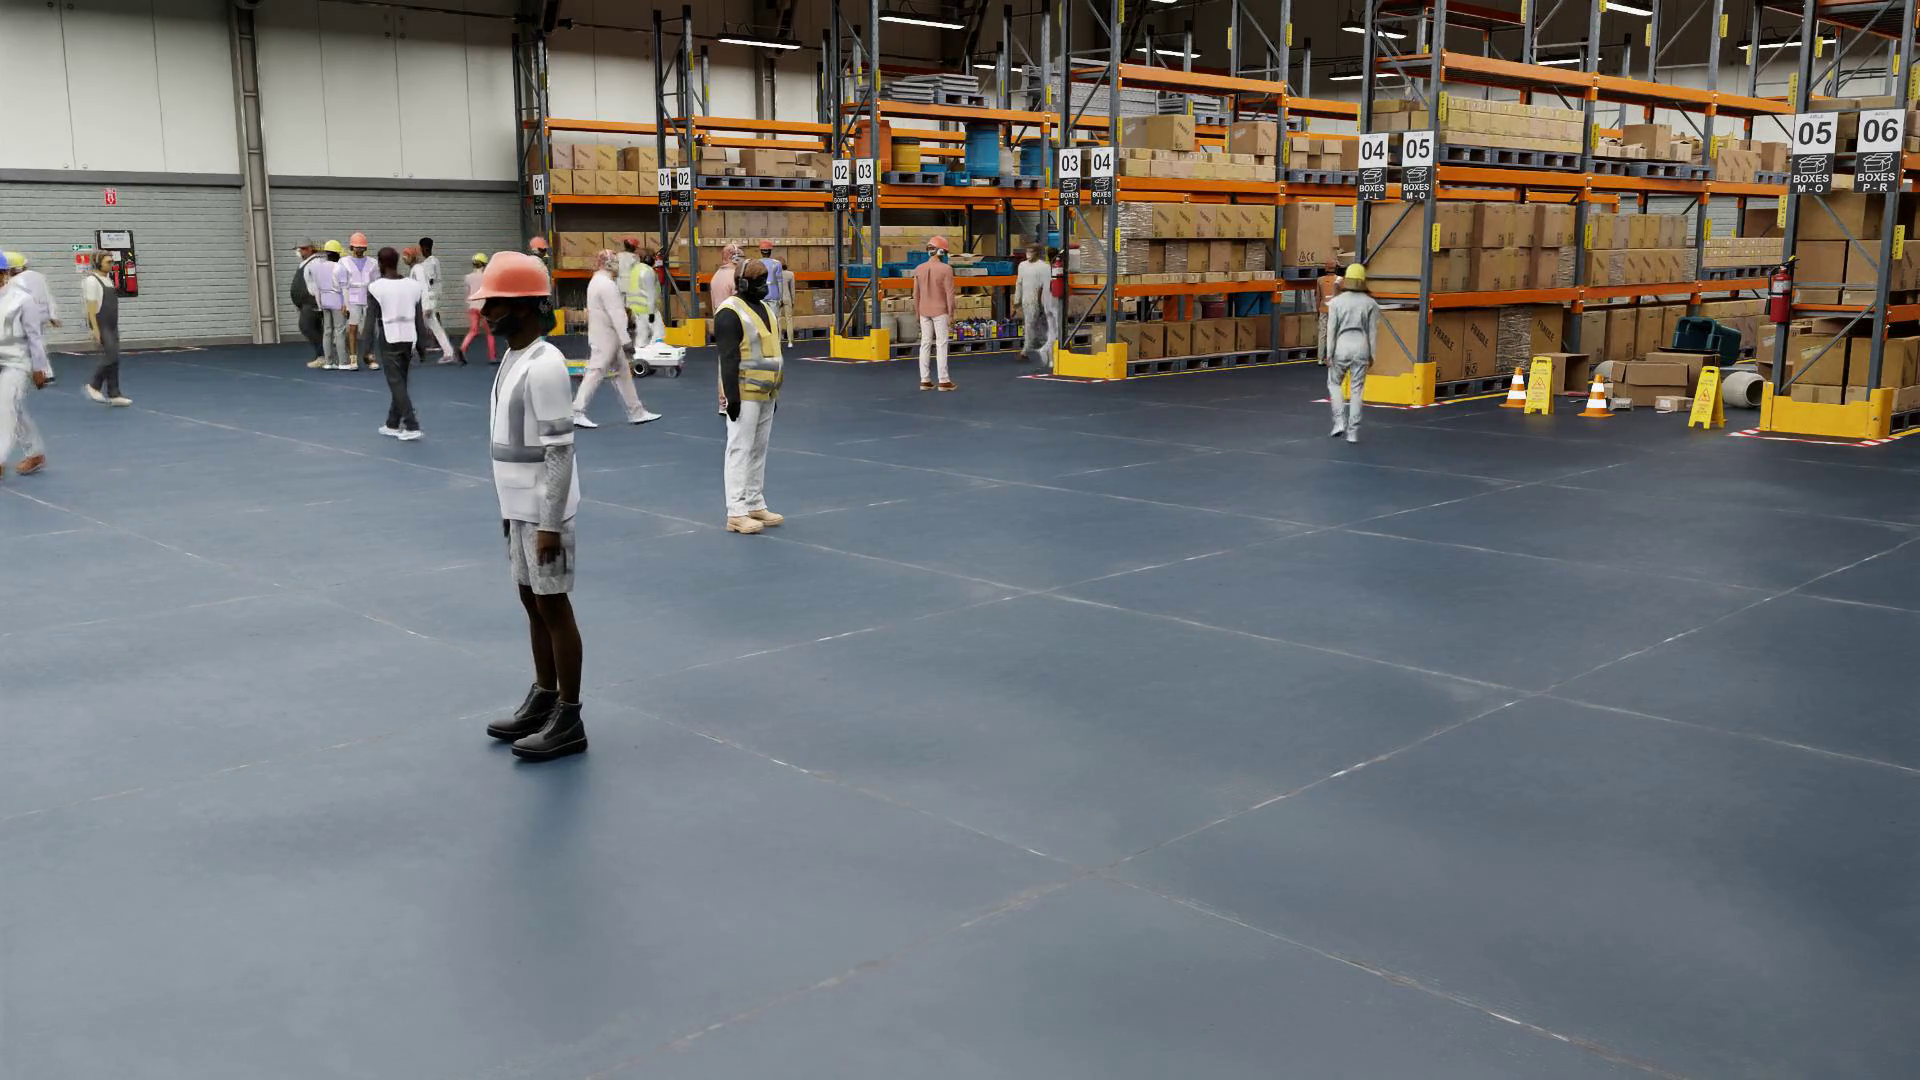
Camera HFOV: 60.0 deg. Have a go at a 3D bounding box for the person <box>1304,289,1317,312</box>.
[{"bbox_3d":[7.245,-5.225,34.165,0.380,1.951,0.605,-3,11,-16],"label":"person"}]

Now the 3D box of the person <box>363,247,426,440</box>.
[{"bbox_3d":[-5.621,-1.946,16.473,0.828,1.884,0.612,7,13,35],"label":"person"}]

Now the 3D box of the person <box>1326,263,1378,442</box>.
[{"bbox_3d":[3.820,-1.832,16.271,0.502,1.725,0.466,0,10,2],"label":"person"}]

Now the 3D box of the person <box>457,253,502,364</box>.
[{"bbox_3d":[-7.501,-3.592,25.849,0.522,1.731,0.768,5,11,23],"label":"person"}]

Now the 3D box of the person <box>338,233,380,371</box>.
[{"bbox_3d":[-8.932,-3.552,24.808,0.606,2.038,0.382,-6,12,-31],"label":"person"}]

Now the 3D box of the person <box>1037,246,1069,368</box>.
[{"bbox_3d":[1.377,-3.506,25.073,0.528,1.848,0.623,8,13,36],"label":"person"}]

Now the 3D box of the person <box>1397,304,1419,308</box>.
[{"bbox_3d":[6.397,-3.269,23.632,0.605,1.895,0.646,-1,10,-5],"label":"person"}]

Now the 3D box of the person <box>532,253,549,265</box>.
[{"bbox_3d":[-7.229,-4.150,28.798,0.305,1.772,0.527,-4,11,-22],"label":"person"}]

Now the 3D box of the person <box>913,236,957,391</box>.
[{"bbox_3d":[-0.315,-2.941,21.621,0.612,1.983,0.407,7,12,33],"label":"person"}]

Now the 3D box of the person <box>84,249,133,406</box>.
[{"bbox_3d":[-10.011,-2.481,19.513,0.416,1.836,0.534,0,10,0],"label":"person"}]

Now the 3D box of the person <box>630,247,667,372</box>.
[{"bbox_3d":[-4.530,-3.320,24.107,0.452,1.825,0.648,-7,13,-35],"label":"person"}]

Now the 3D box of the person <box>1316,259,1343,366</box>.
[{"bbox_3d":[5.702,-3.490,25.559,0.512,1.638,0.307,9,14,41],"label":"person"}]

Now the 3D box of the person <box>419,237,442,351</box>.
[{"bbox_3d":[-9.254,-4.302,29.094,0.361,1.961,0.613,-1,10,-5],"label":"person"}]

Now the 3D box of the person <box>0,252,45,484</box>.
[{"bbox_3d":[-7.893,-1.437,13.682,0.622,1.895,1.026,2,10,8],"label":"person"}]

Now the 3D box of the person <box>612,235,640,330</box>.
[{"bbox_3d":[-6.216,-4.695,31.157,0.646,1.997,0.426,3,11,16],"label":"person"}]

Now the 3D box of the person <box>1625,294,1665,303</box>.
[{"bbox_3d":[11.485,-4.045,27.979,0.603,1.856,0.746,10,14,43],"label":"person"}]

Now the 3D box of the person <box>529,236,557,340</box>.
[{"bbox_3d":[-6.697,-3.838,26.519,0.461,1.978,0.620,1,10,7],"label":"person"}]

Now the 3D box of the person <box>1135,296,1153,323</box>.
[{"bbox_3d":[3.949,-5.389,35.752,0.540,1.695,0.317,7,12,32],"label":"person"}]

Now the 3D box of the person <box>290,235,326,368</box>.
[{"bbox_3d":[-9.871,-3.614,25.249,0.540,2.000,0.694,-6,12,-30],"label":"person"}]

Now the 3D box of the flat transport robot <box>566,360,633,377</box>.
[{"bbox_3d":[-5.373,-2.460,23.786,1.431,0.197,0.652,1,10,6],"label":"flat transport robot"}]

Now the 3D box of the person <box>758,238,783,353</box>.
[{"bbox_3d":[-3.257,-4.118,28.150,0.544,1.943,0.347,0,10,-1],"label":"person"}]

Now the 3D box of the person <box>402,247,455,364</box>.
[{"bbox_3d":[-8.366,-3.616,25.760,1.048,1.808,0.665,-4,11,-21],"label":"person"}]

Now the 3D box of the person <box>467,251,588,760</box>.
[{"bbox_3d":[-1.663,-0.130,6.415,0.375,1.939,0.546,-6,12,-29],"label":"person"}]

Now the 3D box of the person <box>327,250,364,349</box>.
[{"bbox_3d":[-10.945,-4.315,29.599,0.700,1.812,0.599,-3,11,-17],"label":"person"}]

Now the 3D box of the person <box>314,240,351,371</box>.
[{"bbox_3d":[-9.324,-3.497,24.807,0.591,1.926,0.386,4,11,21],"label":"person"}]

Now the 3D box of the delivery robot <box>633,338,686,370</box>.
[{"bbox_3d":[-4.285,-2.640,23.741,0.707,0.478,0.477,1,10,6],"label":"delivery robot"}]

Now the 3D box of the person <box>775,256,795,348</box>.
[{"bbox_3d":[-3.181,-4.237,29.642,0.499,1.633,0.279,-5,11,-24],"label":"person"}]

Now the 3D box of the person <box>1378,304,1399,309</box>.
[{"bbox_3d":[6.601,-3.533,25.651,0.593,1.679,0.346,5,11,24],"label":"person"}]

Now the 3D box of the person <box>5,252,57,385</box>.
[{"bbox_3d":[-12.454,-2.953,22.250,0.503,1.773,0.658,1,10,7],"label":"person"}]

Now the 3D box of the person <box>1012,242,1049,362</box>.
[{"bbox_3d":[1.215,-3.836,26.755,0.983,1.902,0.632,-9,14,-40],"label":"person"}]

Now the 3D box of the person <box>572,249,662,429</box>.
[{"bbox_3d":[-3.682,-2.105,17.435,1.011,1.857,0.644,-3,11,-18],"label":"person"}]

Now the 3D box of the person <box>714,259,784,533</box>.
[{"bbox_3d":[-1.418,-0.990,11.371,0.429,1.841,0.634,4,11,20],"label":"person"}]

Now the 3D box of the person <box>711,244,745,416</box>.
[{"bbox_3d":[-2.487,-2.313,18.412,0.408,1.905,0.654,-7,12,-33],"label":"person"}]
